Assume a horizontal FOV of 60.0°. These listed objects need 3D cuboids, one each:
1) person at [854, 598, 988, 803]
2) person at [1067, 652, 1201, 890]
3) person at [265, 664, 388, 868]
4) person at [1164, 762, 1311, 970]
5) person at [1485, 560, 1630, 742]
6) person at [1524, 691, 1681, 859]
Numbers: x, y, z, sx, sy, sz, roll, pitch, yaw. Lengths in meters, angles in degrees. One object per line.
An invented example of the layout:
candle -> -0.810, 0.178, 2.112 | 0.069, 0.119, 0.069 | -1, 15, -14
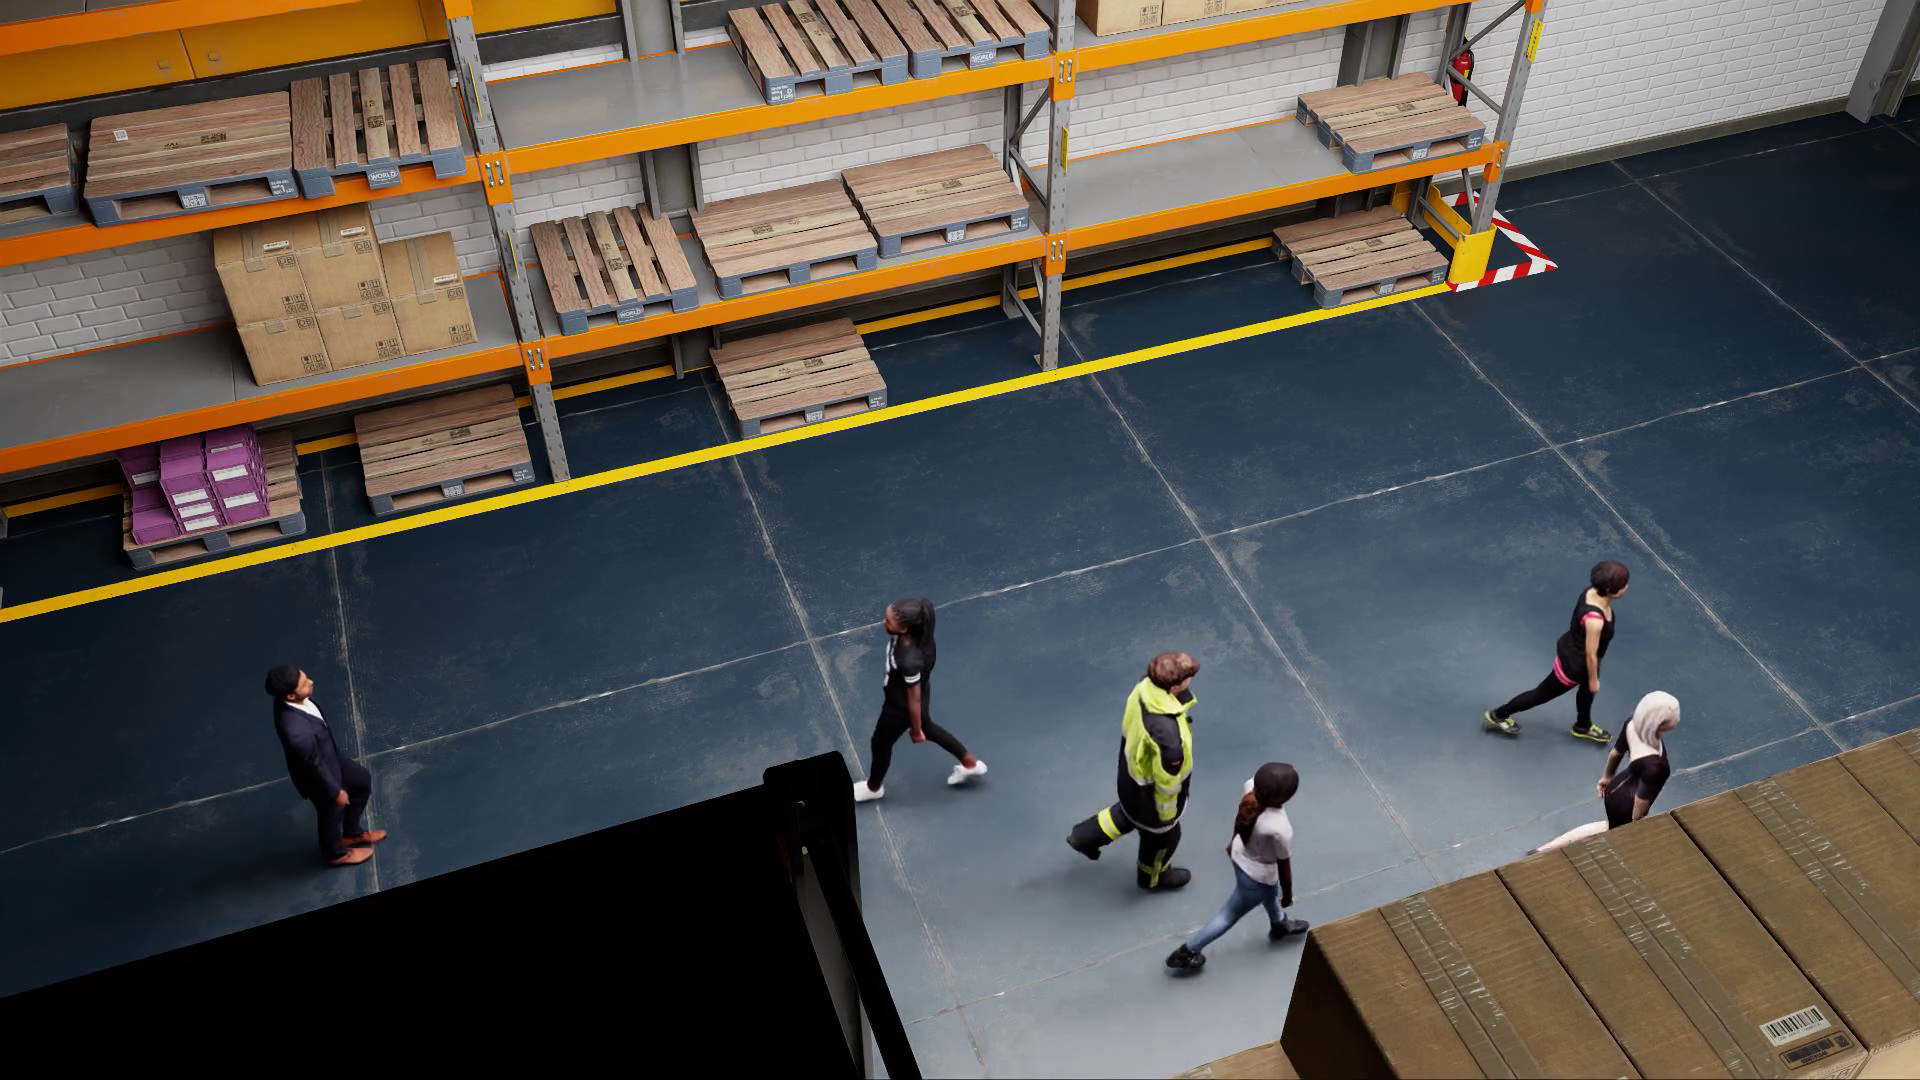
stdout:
person -> -0.230, 0.969, 9.910 | 1.221, 1.692, 0.852 | -2, 44, -2
person -> 1.002, 1.331, 9.331 | 1.063, 1.967, 0.907 | -4, 44, -5
person -> -3.758, 1.334, 9.514 | 0.606, 1.710, 0.660 | -14, 45, -14
person -> 1.523, 1.819, 9.032 | 1.154, 1.673, 0.659 | -12, 45, -12
person -> 3.737, 0.719, 10.298 | 1.049, 1.519, 0.957 | 15, 46, 15
person -> 3.618, 1.485, 9.279 | 0.951, 1.816, 0.792 | 3, 44, 3
